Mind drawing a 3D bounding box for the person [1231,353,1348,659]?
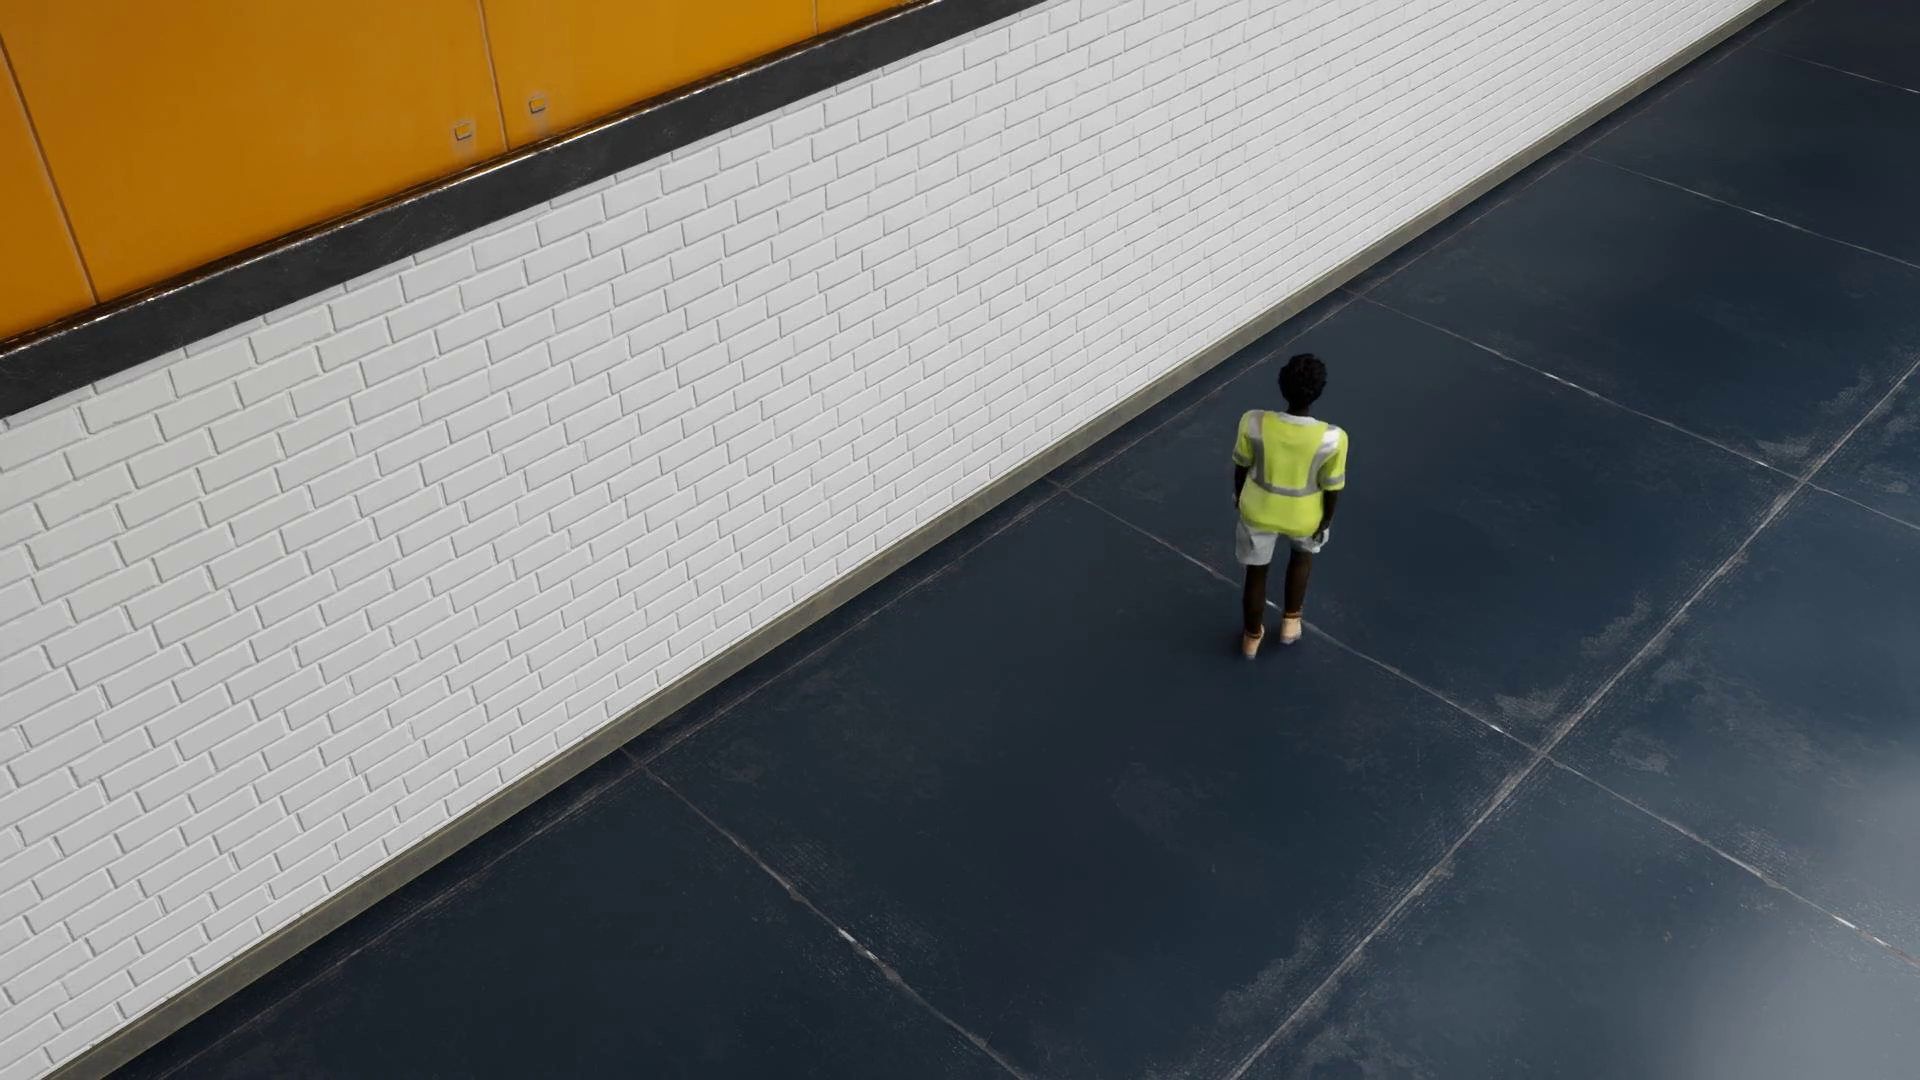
[{"bbox_3d":[1.543,-0.152,7.973,0.537,1.682,0.441,9,40,11],"label":"person"}]
